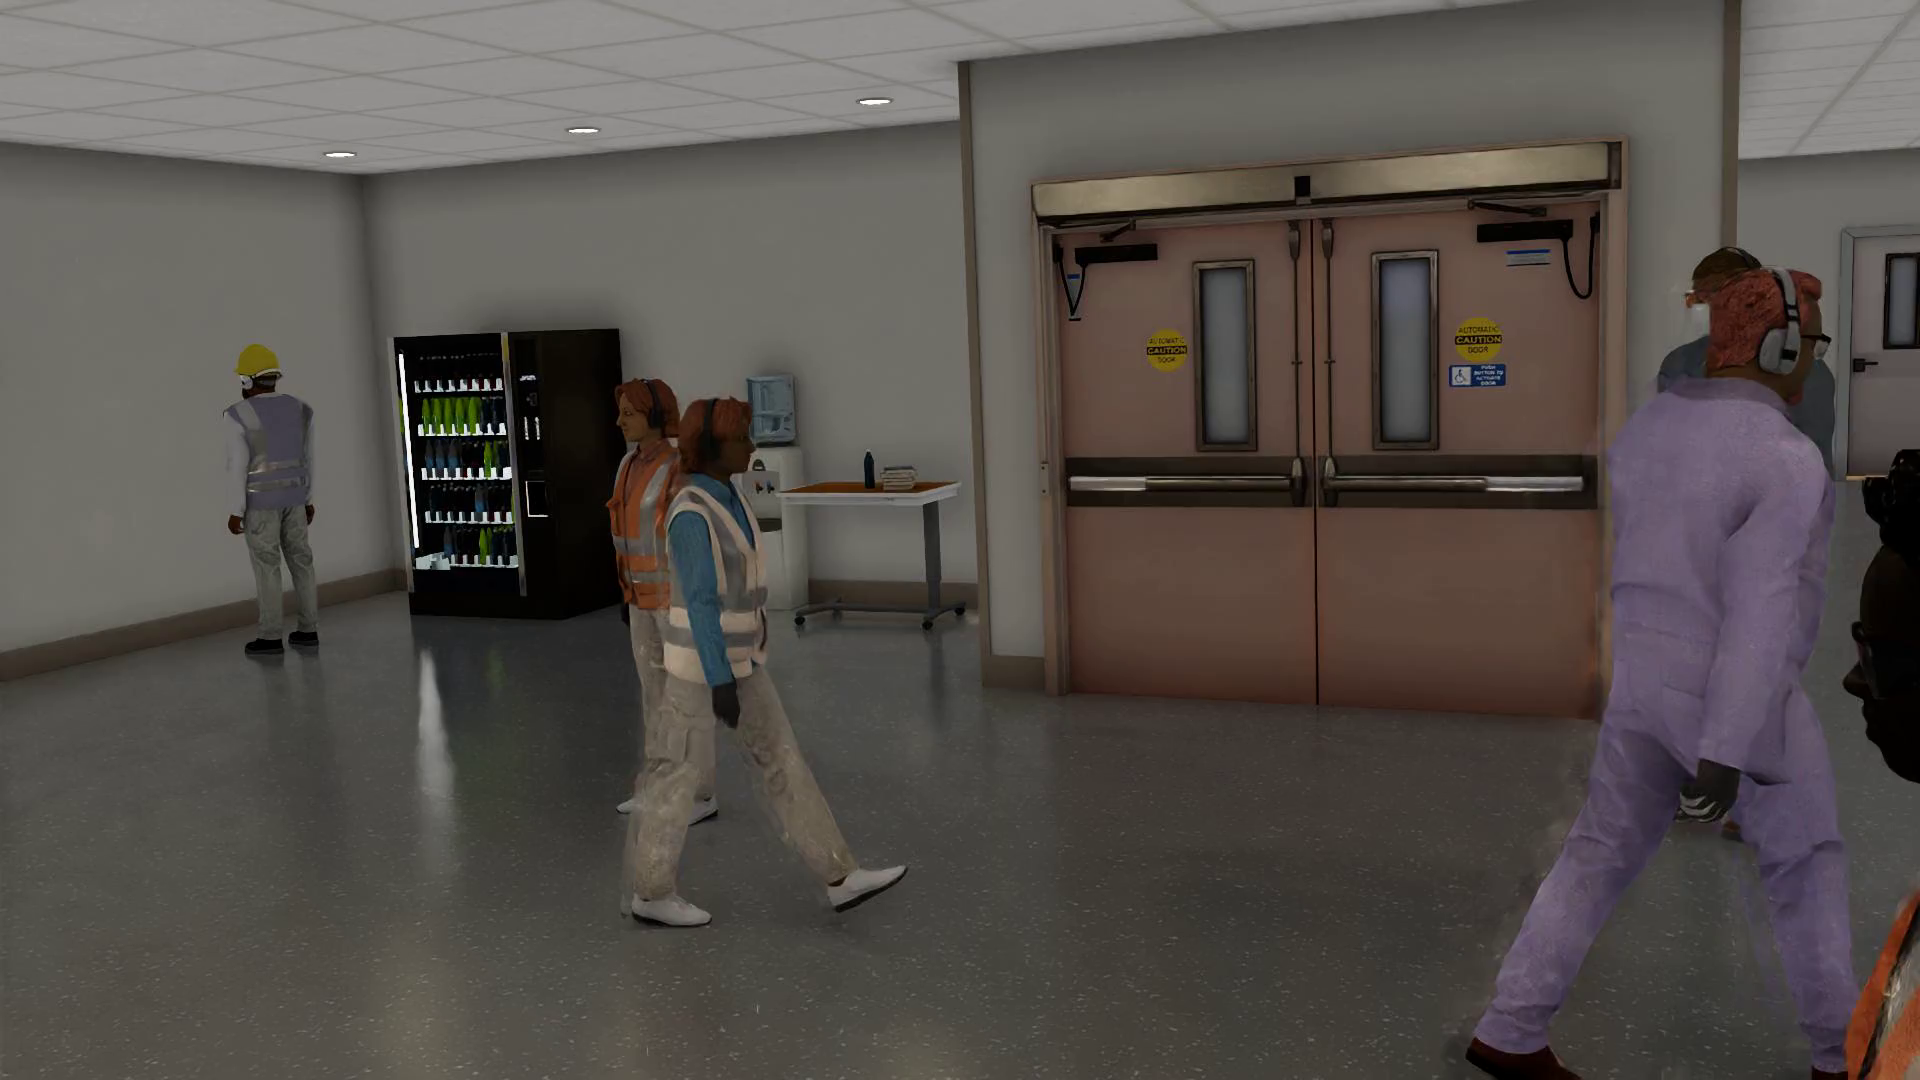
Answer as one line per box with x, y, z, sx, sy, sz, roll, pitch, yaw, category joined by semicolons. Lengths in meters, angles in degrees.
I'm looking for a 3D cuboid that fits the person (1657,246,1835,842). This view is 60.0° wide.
2.545;0.013;5.482;0.353;1.937;0.635;-6;8;-26;person

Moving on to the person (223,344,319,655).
-4.093;-0.241;9.877;0.404;1.837;0.590;2;9;30;person

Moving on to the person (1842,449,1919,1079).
0.743;0.751;1.314;0.591;1.675;0.557;1;8;24;person

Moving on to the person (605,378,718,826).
-1.095;0.227;6.104;0.308;1.641;0.515;-8;10;-39;person

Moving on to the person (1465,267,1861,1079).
1.607;0.341;3.633;1.043;1.850;0.637;-4;8;-16;person

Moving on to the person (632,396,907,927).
-0.638;0.378;4.927;0.864;1.590;0.542;-1;8;12;person
